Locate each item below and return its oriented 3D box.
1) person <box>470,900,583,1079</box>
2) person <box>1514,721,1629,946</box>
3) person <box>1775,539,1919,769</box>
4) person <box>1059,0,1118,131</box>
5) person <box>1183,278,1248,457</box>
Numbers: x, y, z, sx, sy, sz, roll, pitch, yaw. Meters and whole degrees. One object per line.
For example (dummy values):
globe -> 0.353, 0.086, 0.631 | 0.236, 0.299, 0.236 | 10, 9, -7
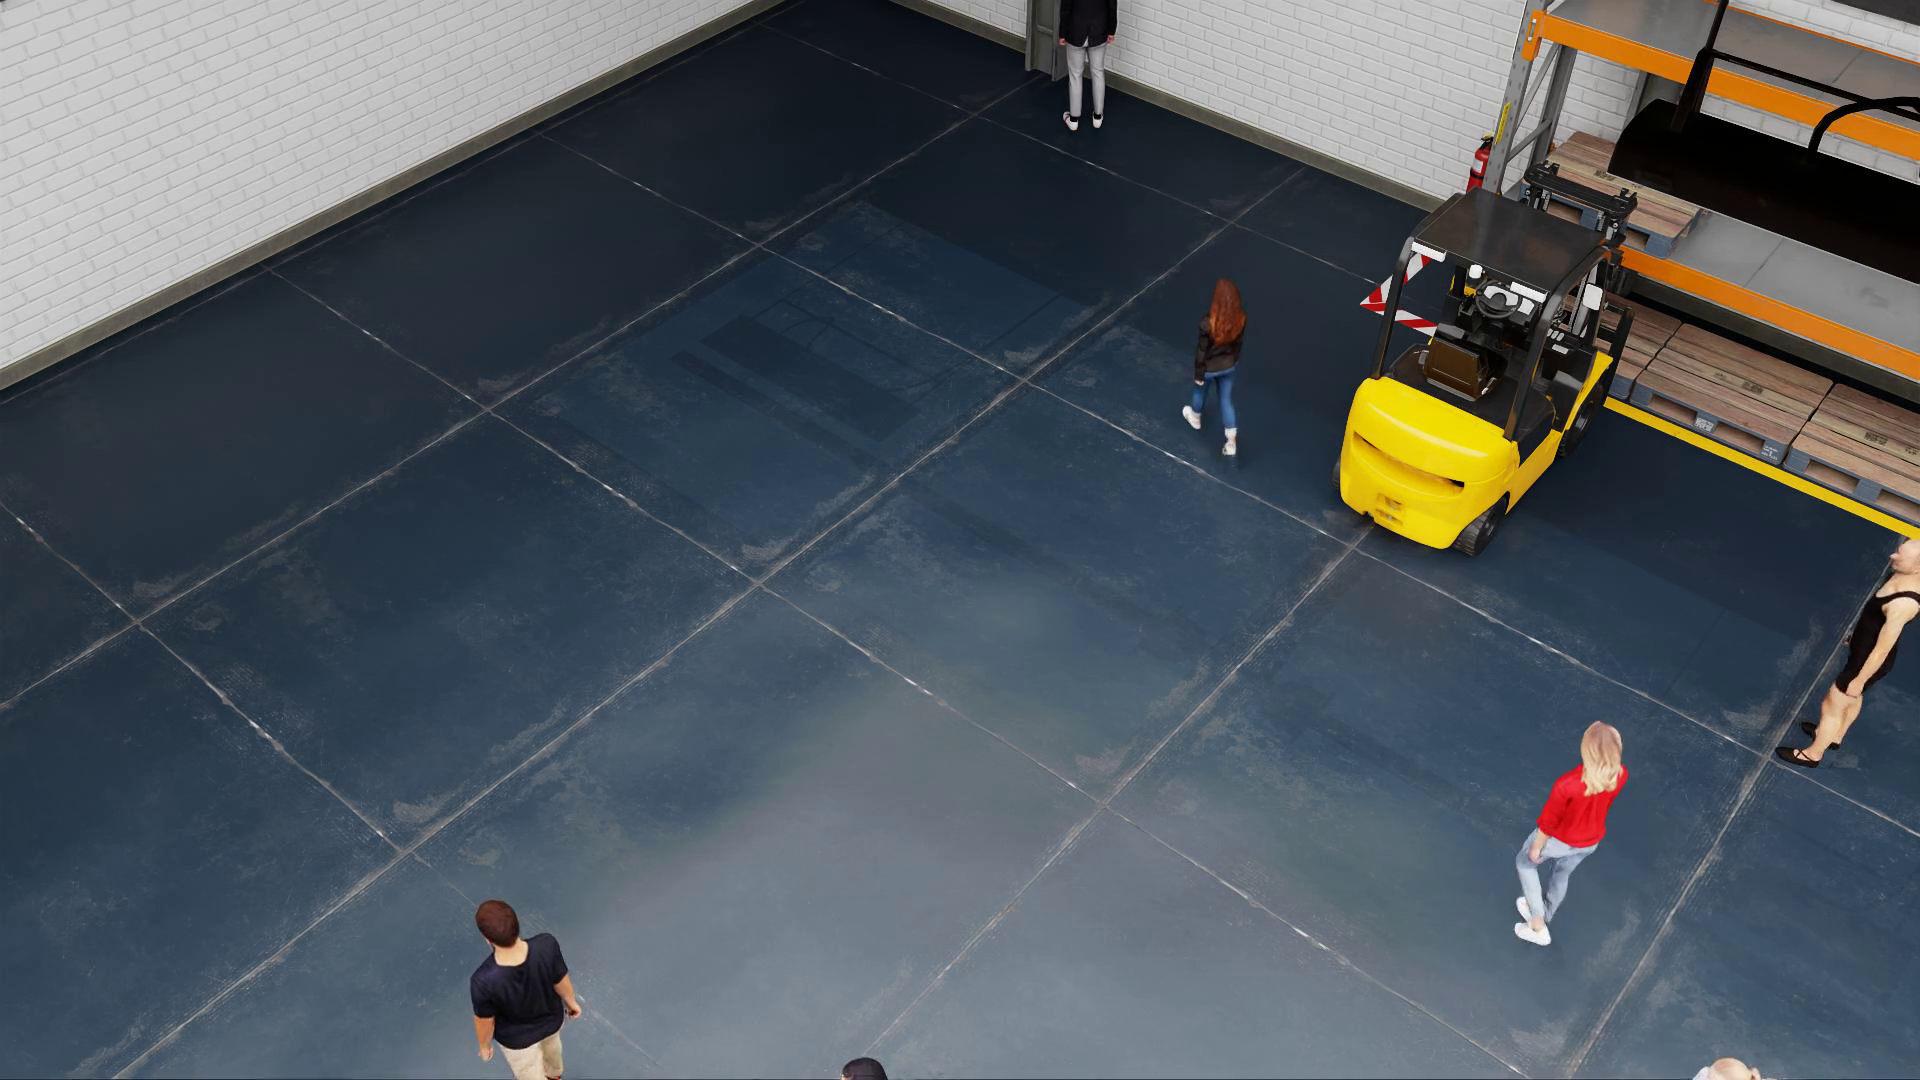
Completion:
person -> -2.050, 2.418, 8.111 | 1.018, 1.833, 0.705 | 34, 53, 30
person -> 3.328, 1.666, 9.000 | 0.755, 1.696, 0.802 | -10, 45, -10
person -> 5.458, 0.685, 9.943 | 0.662, 1.816, 0.734 | 24, 49, 23
person -> 1.195, -4.788, 15.591 | 0.788, 1.949, 0.835 | -5, 44, -5
person -> 1.930, -1.257, 12.241 | 0.892, 1.458, 1.052 | -12, 45, -12
